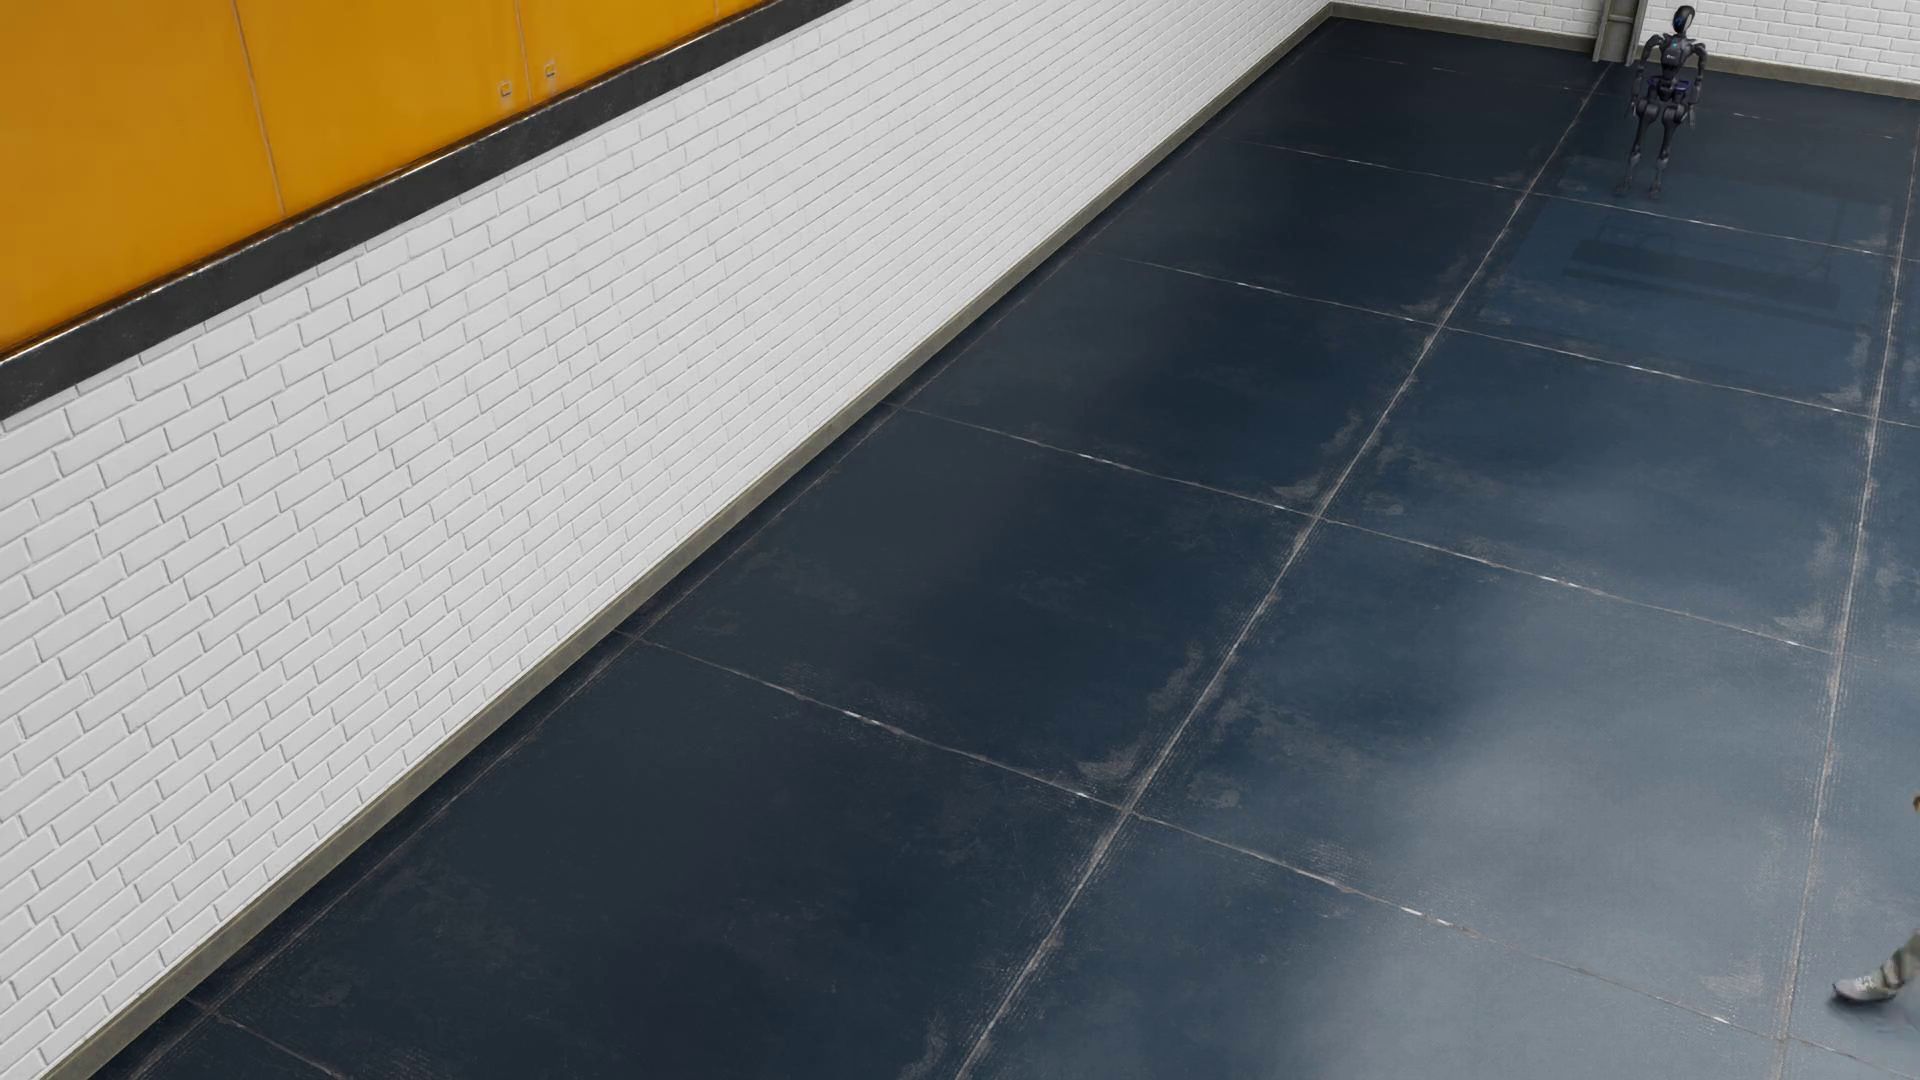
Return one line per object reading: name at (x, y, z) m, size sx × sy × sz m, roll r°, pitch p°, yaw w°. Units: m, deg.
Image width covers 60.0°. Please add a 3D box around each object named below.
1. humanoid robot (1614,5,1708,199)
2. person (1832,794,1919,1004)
humanoid robot at (6.061, -3.765, 14.305) m, size 0.599 × 1.657 × 0.315 m, roll 21°, pitch 39°, yaw 28°
person at (4.161, 1.200, 6.810) m, size 0.837 × 1.813 × 0.572 m, roll 5°, pitch 34°, yaw 7°
